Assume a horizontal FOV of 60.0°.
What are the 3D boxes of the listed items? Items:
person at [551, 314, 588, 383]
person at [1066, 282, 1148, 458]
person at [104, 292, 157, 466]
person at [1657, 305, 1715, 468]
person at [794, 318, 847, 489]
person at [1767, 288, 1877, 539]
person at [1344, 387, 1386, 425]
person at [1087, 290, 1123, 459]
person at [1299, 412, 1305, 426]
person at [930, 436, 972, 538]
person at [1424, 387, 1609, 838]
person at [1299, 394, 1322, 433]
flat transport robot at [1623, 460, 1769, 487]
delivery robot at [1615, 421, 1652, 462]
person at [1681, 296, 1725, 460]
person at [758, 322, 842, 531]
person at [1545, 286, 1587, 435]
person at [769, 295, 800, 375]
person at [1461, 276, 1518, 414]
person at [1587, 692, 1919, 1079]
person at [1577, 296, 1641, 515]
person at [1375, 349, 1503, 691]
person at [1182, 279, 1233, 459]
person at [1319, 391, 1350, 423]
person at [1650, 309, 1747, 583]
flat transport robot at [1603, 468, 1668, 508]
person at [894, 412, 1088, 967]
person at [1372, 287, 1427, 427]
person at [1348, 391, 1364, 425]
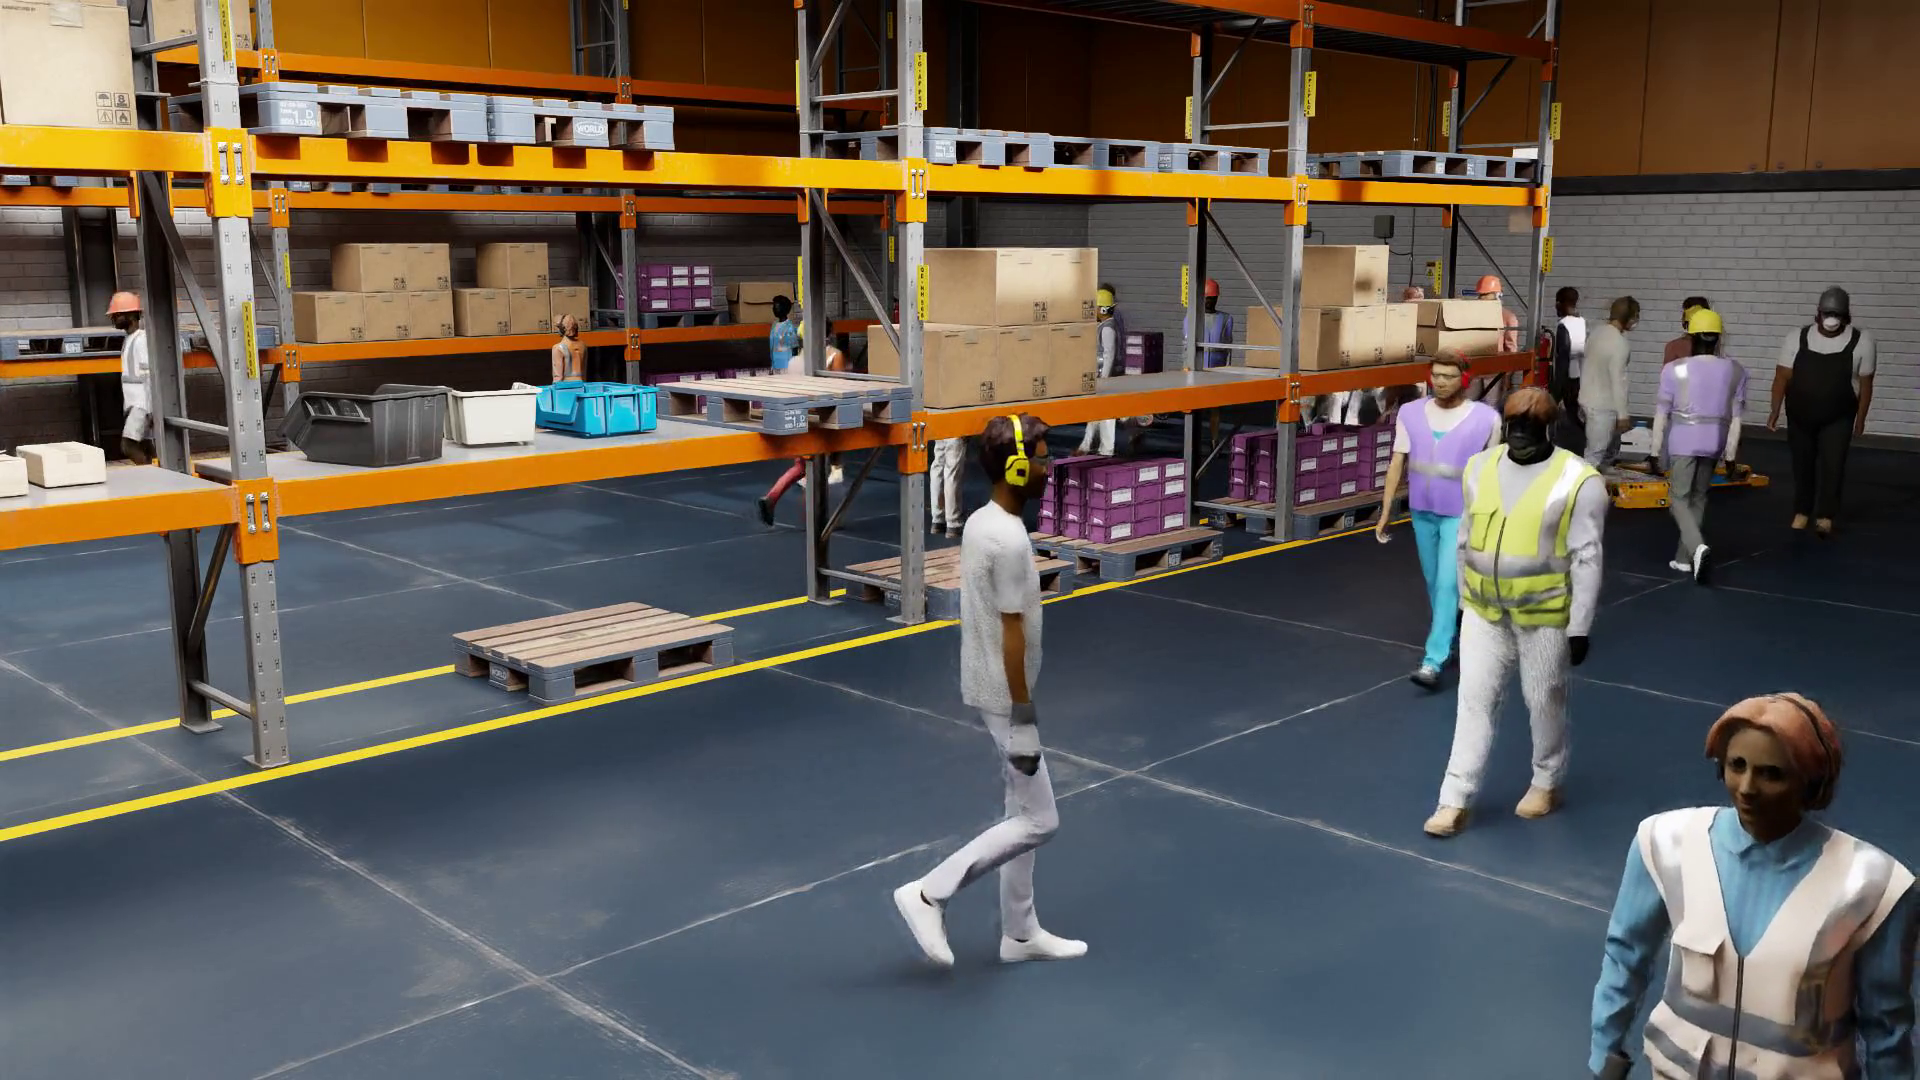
[{"bbox_3d":[-3.833,-1.401,16.376,0.307,1.641,0.512,4,11,21],"label":"person"},{"bbox_3d":[1.624,-1.830,17.993,0.935,1.915,0.630,-2,11,-11],"label":"person"},{"bbox_3d":[-7.112,-1.180,14.411,0.434,1.916,0.567,-7,13,-35],"label":"person"},{"bbox_3d":[6.798,-1.307,15.529,0.531,1.765,0.324,-2,11,-13],"label":"person"},{"bbox_3d":[-1.352,-1.306,15.822,0.548,1.646,0.887,8,13,36],"label":"person"},{"bbox_3d":[6.879,-1.043,13.332,0.704,2.000,1.005,8,13,37],"label":"person"},{"bbox_3d":[4.514,-1.806,18.098,0.957,1.834,0.587,-1,10,-3],"label":"person"},{"bbox_3d":[1.515,-1.725,17.617,0.404,1.832,0.598,1,10,3],"label":"person"},{"bbox_3d":[3.495,-1.605,16.695,0.928,1.932,0.622,1,10,5],"label":"person"},{"bbox_3d":[-0.063,-0.957,13.292,0.354,1.883,0.573,-5,11,-25],"label":"person"},{"bbox_3d":[2.251,0.292,6.716,0.649,1.811,0.796,10,14,43],"label":"person"},{"bbox_3d":[3.260,-1.330,16.055,0.794,1.610,0.510,-9,14,-40],"label":"person"},{"bbox_3d":[6.933,-0.625,15.880,1.431,0.197,0.652,-4,11,-21],"label":"flat transport robot"},{"bbox_3d":[6.792,-0.945,16.593,0.707,0.478,0.477,8,13,38],"label":"delivery robot"},{"bbox_3d":[7.220,-1.464,16.226,0.545,1.821,0.623,8,13,38],"label":"person"},{"bbox_3d":[-1.299,-0.912,13.416,0.604,1.746,0.542,-7,13,-34],"label":"person"},{"bbox_3d":[6.421,-1.720,17.471,0.939,1.885,0.603,8,13,38],"label":"person"},{"bbox_3d":[-2.108,-2.071,19.875,0.316,1.695,0.542,-7,13,-35],"label":"person"},{"bbox_3d":[5.487,-1.736,17.302,0.641,1.994,0.562,10,14,43],"label":"person"},{"bbox_3d":[1.487,1.048,3.154,0.539,1.593,0.871,10,14,42],"label":"person"},{"bbox_3d":[5.453,-1.102,14.009,0.535,1.908,0.648,1,10,6],"label":"person"},{"bbox_3d":[2.537,-0.109,8.888,0.581,1.798,0.931,9,14,40],"label":"person"},{"bbox_3d":[2.666,-1.835,17.934,0.545,1.938,0.356,0,10,0],"label":"person"},{"bbox_3d":[4.275,-2.018,19.133,0.651,1.872,0.749,-7,12,-33],"label":"person"},{"bbox_3d":[5.153,-0.653,11.601,0.595,1.902,0.807,0,10,2],"label":"person"},{"bbox_3d":[5.982,-0.498,15.189,0.652,0.197,1.431,-2,11,-12],"label":"flat transport robot"},{"bbox_3d":[0.119,0.515,5.348,0.577,1.855,0.551,-1,10,-5],"label":"person"},{"bbox_3d":[4.600,-1.709,17.418,0.780,1.877,0.660,-6,12,-31],"label":"person"},{"bbox_3d":[4.762,-2.234,20.195,0.410,1.909,0.642,2,11,10],"label":"person"}]
